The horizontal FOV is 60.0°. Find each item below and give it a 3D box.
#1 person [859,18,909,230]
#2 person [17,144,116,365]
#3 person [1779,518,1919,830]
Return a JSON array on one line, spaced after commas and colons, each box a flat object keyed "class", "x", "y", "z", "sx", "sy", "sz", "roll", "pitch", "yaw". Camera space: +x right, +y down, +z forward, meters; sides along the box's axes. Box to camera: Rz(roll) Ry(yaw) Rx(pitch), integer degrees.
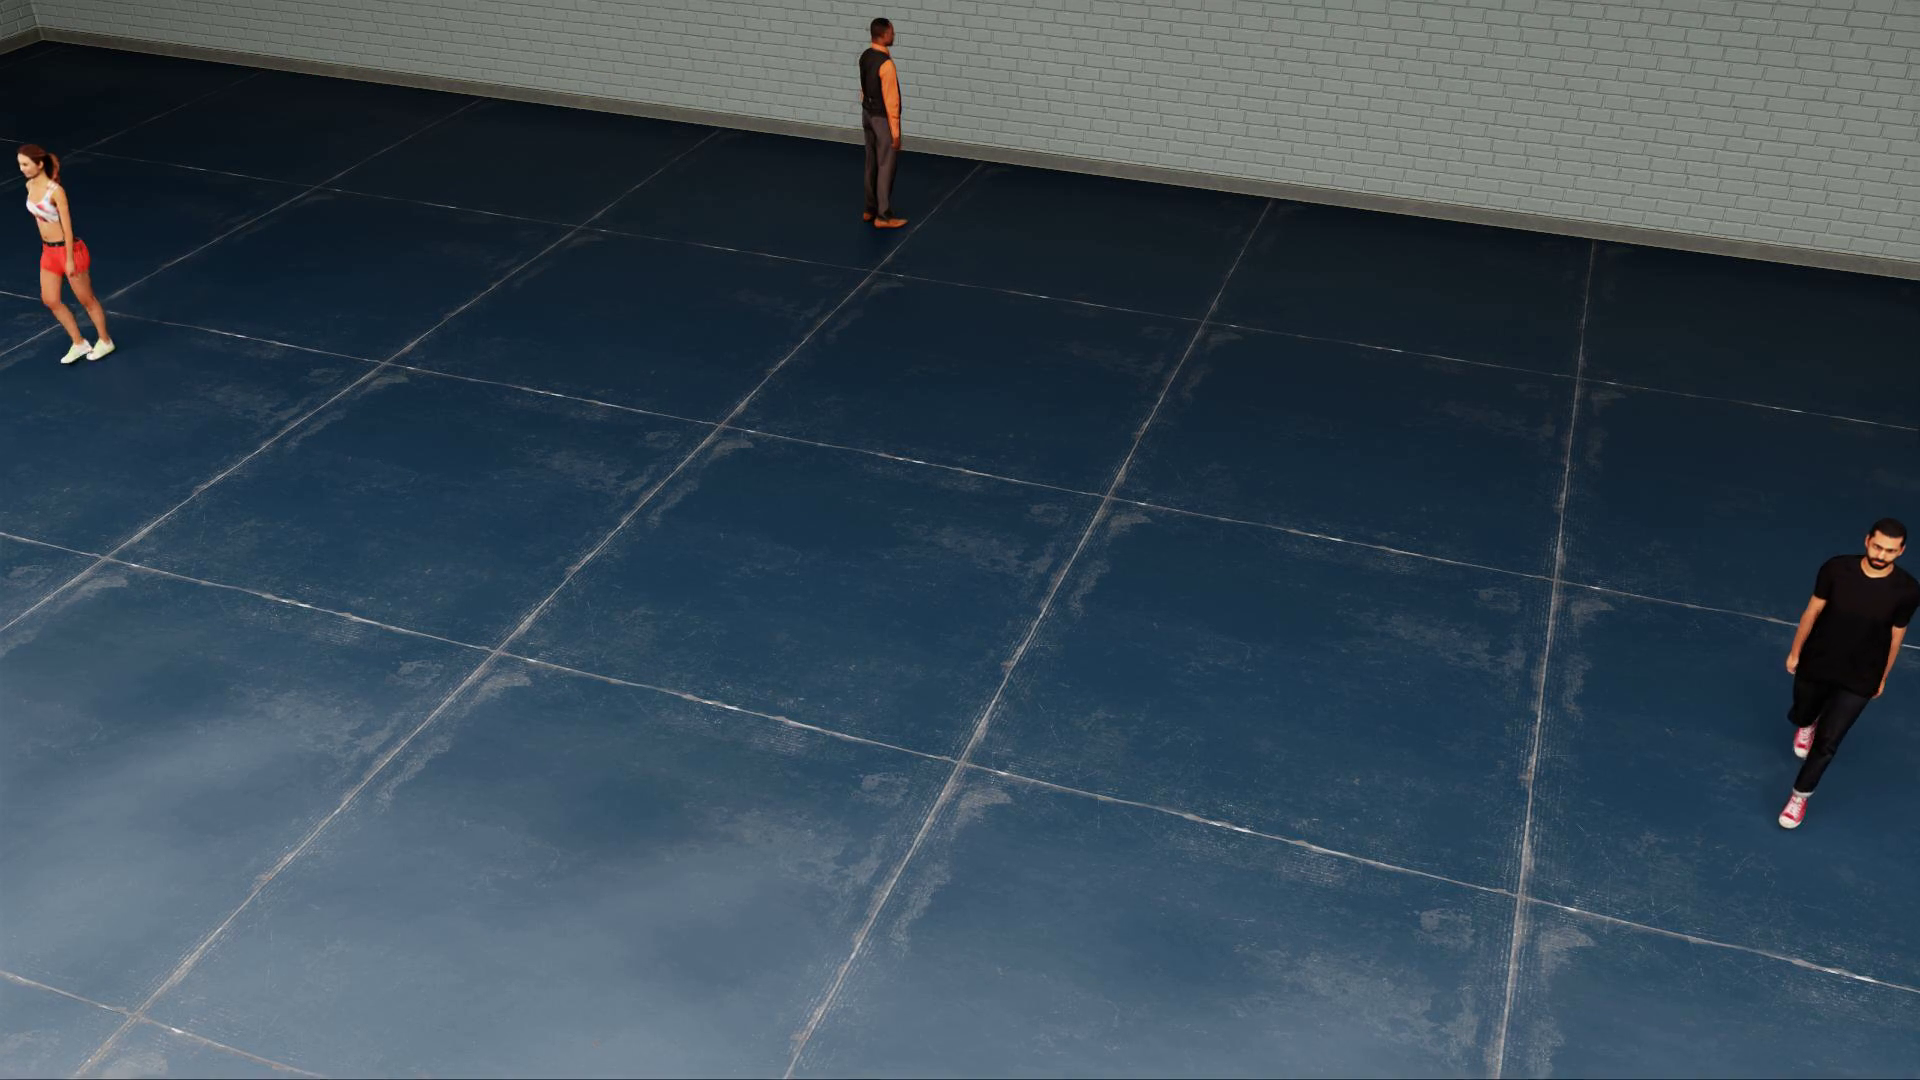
[{"class": "person", "x": -0.734, "y": -3.821, "z": 15.261, "sx": 0.838, "sy": 1.906, "sz": 0.802, "roll": -18, "pitch": 37, "yaw": -26}, {"class": "person", "x": -6.906, "y": -2.254, "z": 12.965, "sx": 0.615, "sy": 1.780, "sz": 0.683, "roll": 15, "pitch": 36, "yaw": 22}, {"class": "person", "x": 4.556, "y": 0.618, "z": 8.591, "sx": 0.823, "sy": 1.736, "sz": 1.128, "roll": 21, "pitch": 39, "yaw": 29}]
